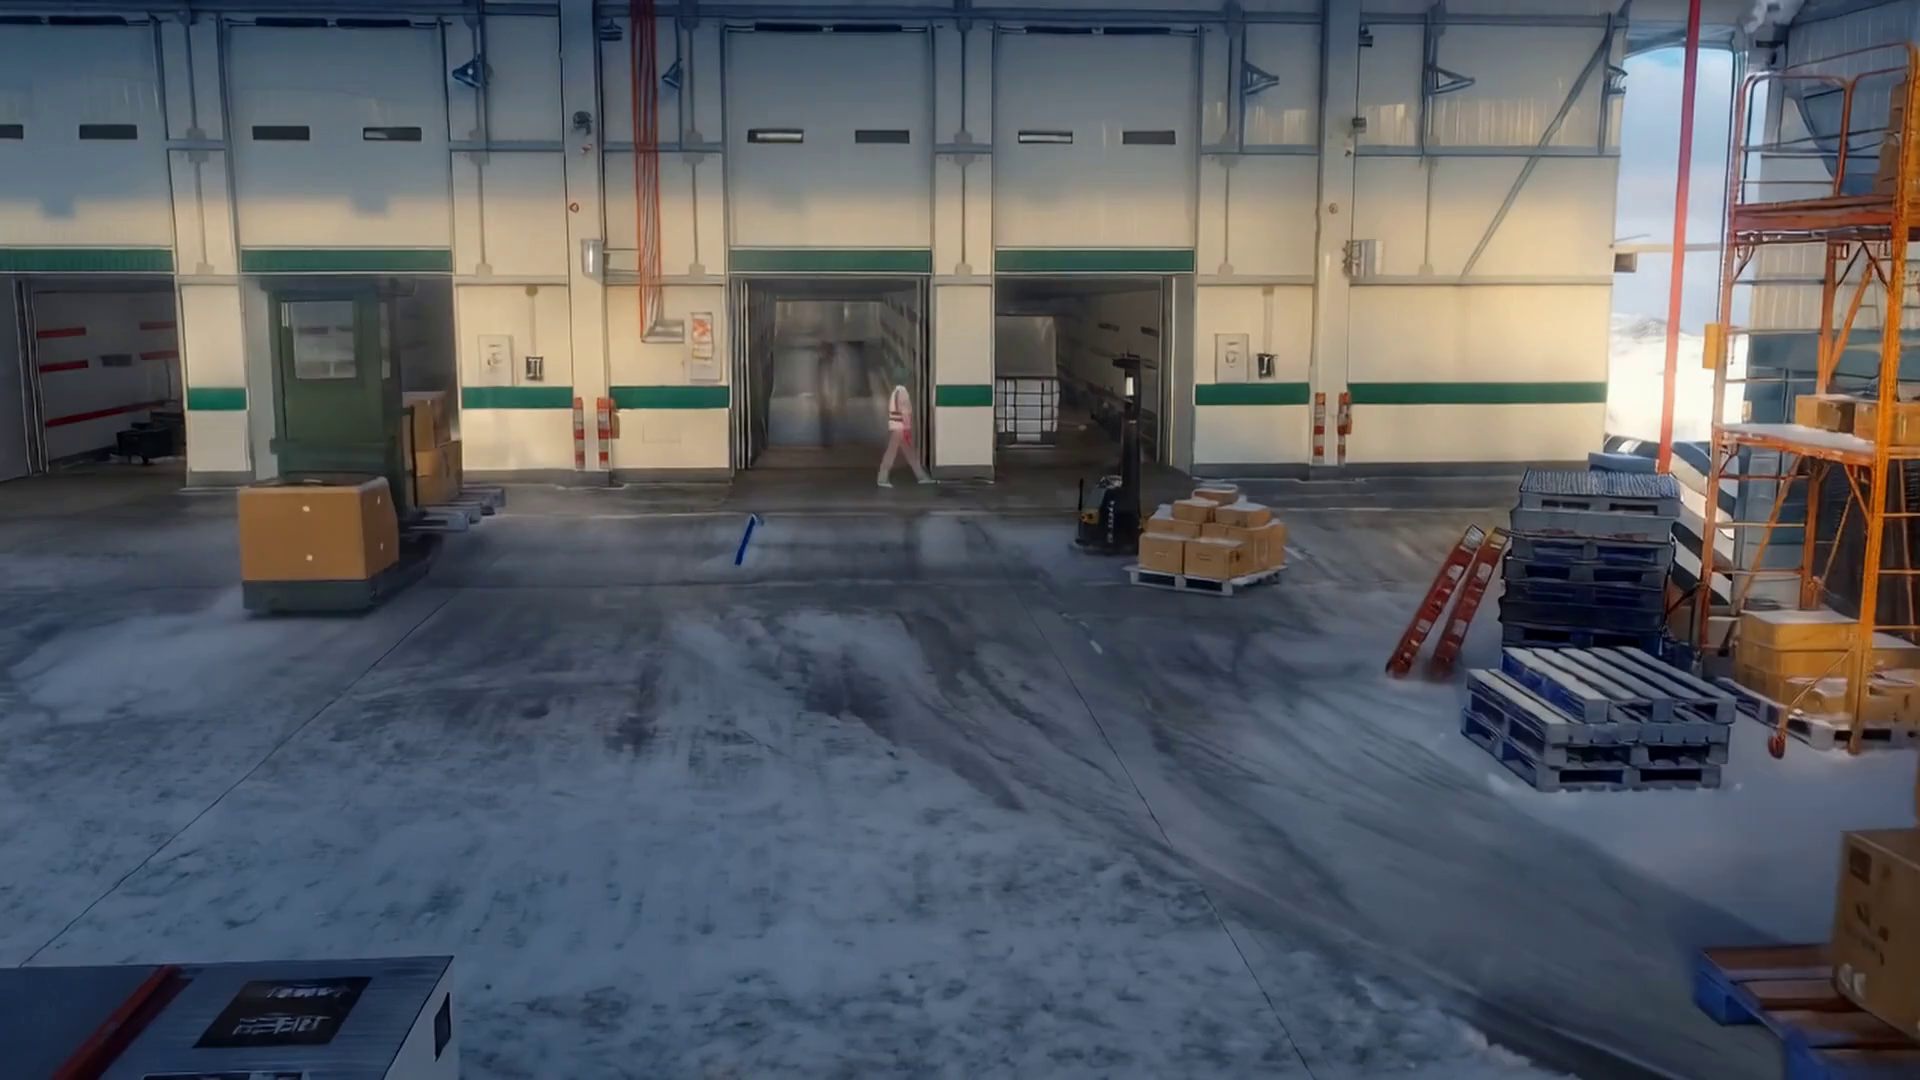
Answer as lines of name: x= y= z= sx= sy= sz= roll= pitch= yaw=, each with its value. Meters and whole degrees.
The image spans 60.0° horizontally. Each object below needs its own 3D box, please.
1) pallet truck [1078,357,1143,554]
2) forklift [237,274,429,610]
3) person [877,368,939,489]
pallet truck: x=2.088 y=-0.836 z=16.757 sx=1.885 sy=1.965 sz=0.823 roll=2 pitch=9 yaw=13
forklift: x=-5.468 y=-0.903 z=14.420 sx=1.129 sy=2.768 sz=1.873 roll=-1 pitch=9 yaw=-4
person: x=-0.706 y=-1.470 z=21.993 sx=0.873 sy=1.587 sz=0.532 roll=-1 pitch=9 yaw=-9
